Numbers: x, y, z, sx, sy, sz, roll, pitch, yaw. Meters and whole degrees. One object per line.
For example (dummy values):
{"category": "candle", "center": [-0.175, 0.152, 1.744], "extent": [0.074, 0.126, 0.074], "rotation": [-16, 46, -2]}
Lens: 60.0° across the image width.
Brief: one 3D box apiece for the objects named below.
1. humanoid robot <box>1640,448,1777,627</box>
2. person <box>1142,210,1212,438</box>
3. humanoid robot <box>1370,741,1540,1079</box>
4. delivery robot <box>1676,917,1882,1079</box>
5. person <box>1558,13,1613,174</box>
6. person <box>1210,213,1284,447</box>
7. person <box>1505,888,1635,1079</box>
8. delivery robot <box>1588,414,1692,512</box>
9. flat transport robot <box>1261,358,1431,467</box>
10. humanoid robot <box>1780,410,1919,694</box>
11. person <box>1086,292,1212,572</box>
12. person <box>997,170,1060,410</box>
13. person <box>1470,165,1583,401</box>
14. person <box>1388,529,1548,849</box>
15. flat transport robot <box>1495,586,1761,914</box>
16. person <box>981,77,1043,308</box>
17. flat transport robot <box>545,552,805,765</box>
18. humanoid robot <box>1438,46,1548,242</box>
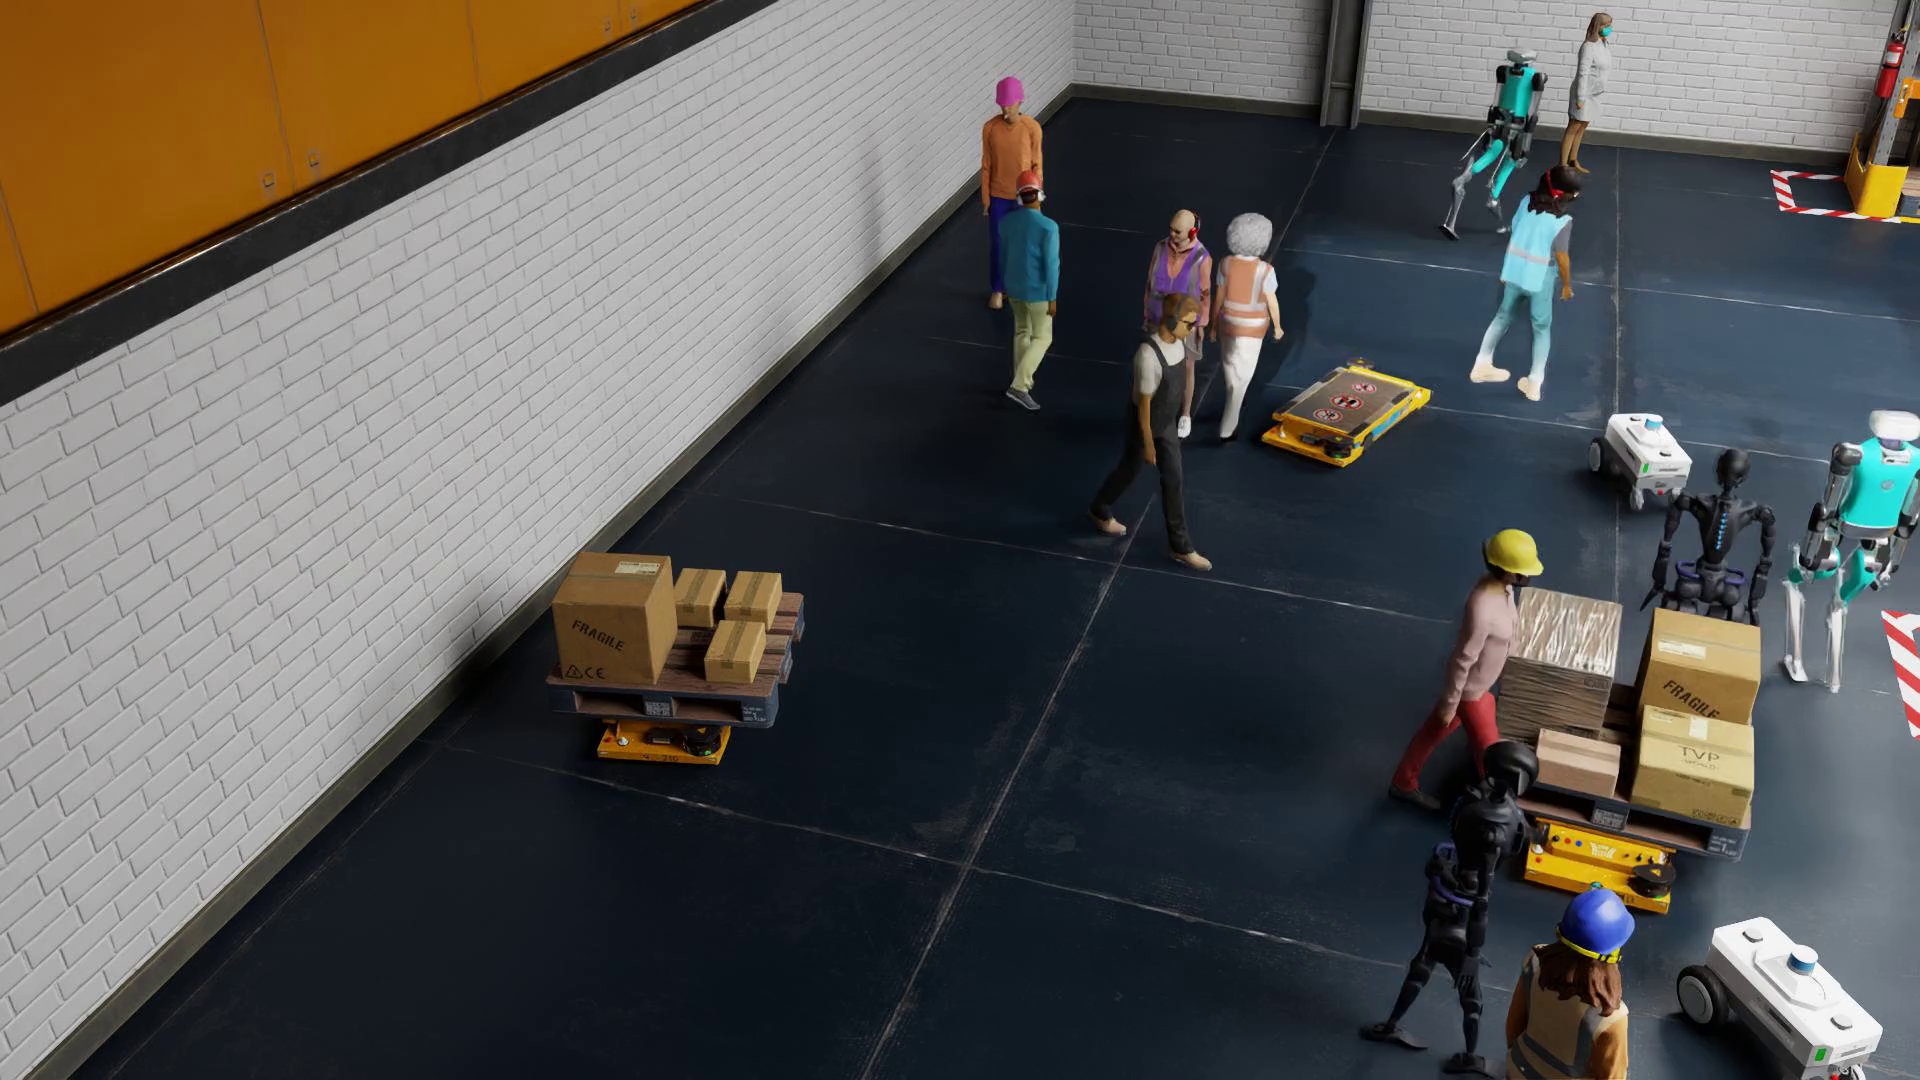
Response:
{"category": "humanoid robot", "center": [3.900, 0.320, 8.699], "extent": [0.589, 1.646, 0.459], "rotation": [12, 32, 19]}
{"category": "person", "center": [1.537, -1.545, 11.850], "extent": [0.479, 1.691, 0.347], "rotation": [14, 33, 23]}
{"category": "humanoid robot", "center": [2.069, 1.477, 6.739], "extent": [0.638, 1.637, 0.603], "rotation": [7, 31, 12]}
{"category": "delivery robot", "center": [3.481, 1.953, 7.007], "extent": [0.499, 0.581, 0.774], "rotation": [-9, 32, -15]}
{"category": "person", "center": [6.395, -4.515, 16.931], "extent": [0.340, 1.660, 0.486], "rotation": [24, 38, 35]}
{"category": "person", "center": [2.049, -1.525, 11.845], "extent": [0.446, 1.657, 0.728], "rotation": [20, 36, 30]}
{"category": "person", "center": [2.104, 1.929, 5.851], "extent": [0.306, 1.780, 0.459], "rotation": [-18, 35, -28]}
{"category": "delivery robot", "center": [4.659, -0.571, 11.319], "extent": [0.499, 0.599, 0.797], "rotation": [-1, 30, -1]}
{"category": "flat transport robot", "center": [2.861, -0.950, 12.241], "extent": [0.659, 0.231, 1.431], "rotation": [22, 37, 32]}
{"category": "humanoid robot", "center": [4.824, 0.024, 9.147], "extent": [0.533, 1.798, 0.708], "rotation": [3, 31, 6]}
{"category": "person", "center": [1.201, -0.715, 10.373], "extent": [0.964, 1.793, 0.503], "rotation": [24, 38, 35]}
{"category": "person", "center": [0.475, -1.858, 12.365], "extent": [0.615, 1.704, 0.601], "rotation": [27, 40, 37]}
{"category": "person", "center": [4.228, -1.934, 12.379], "extent": [0.444, 1.833, 0.594], "rotation": [-20, 36, -30]}
{"category": "person", "center": [2.563, 0.705, 7.991], "extent": [0.901, 1.716, 0.532], "rotation": [14, 33, 22]}
{"category": "flat transport robot", "center": [3.276, 1.294, 8.423], "extent": [0.659, 0.231, 1.431], "rotation": [12, 32, 19]}
{"category": "person", "center": [0.424, -2.873, 13.838], "extent": [0.518, 1.971, 0.404], "rotation": [5, 31, 9]}
{"category": "flat transport robot", "center": [-1.527, 0.750, 9.350], "extent": [0.659, 0.231, 1.431], "rotation": [3, 31, 5]}
{"category": "humanoid robot", "center": [4.826, -3.589, 15.336], "extent": [0.997, 1.768, 0.567], "rotation": [-17, 35, -27]}
